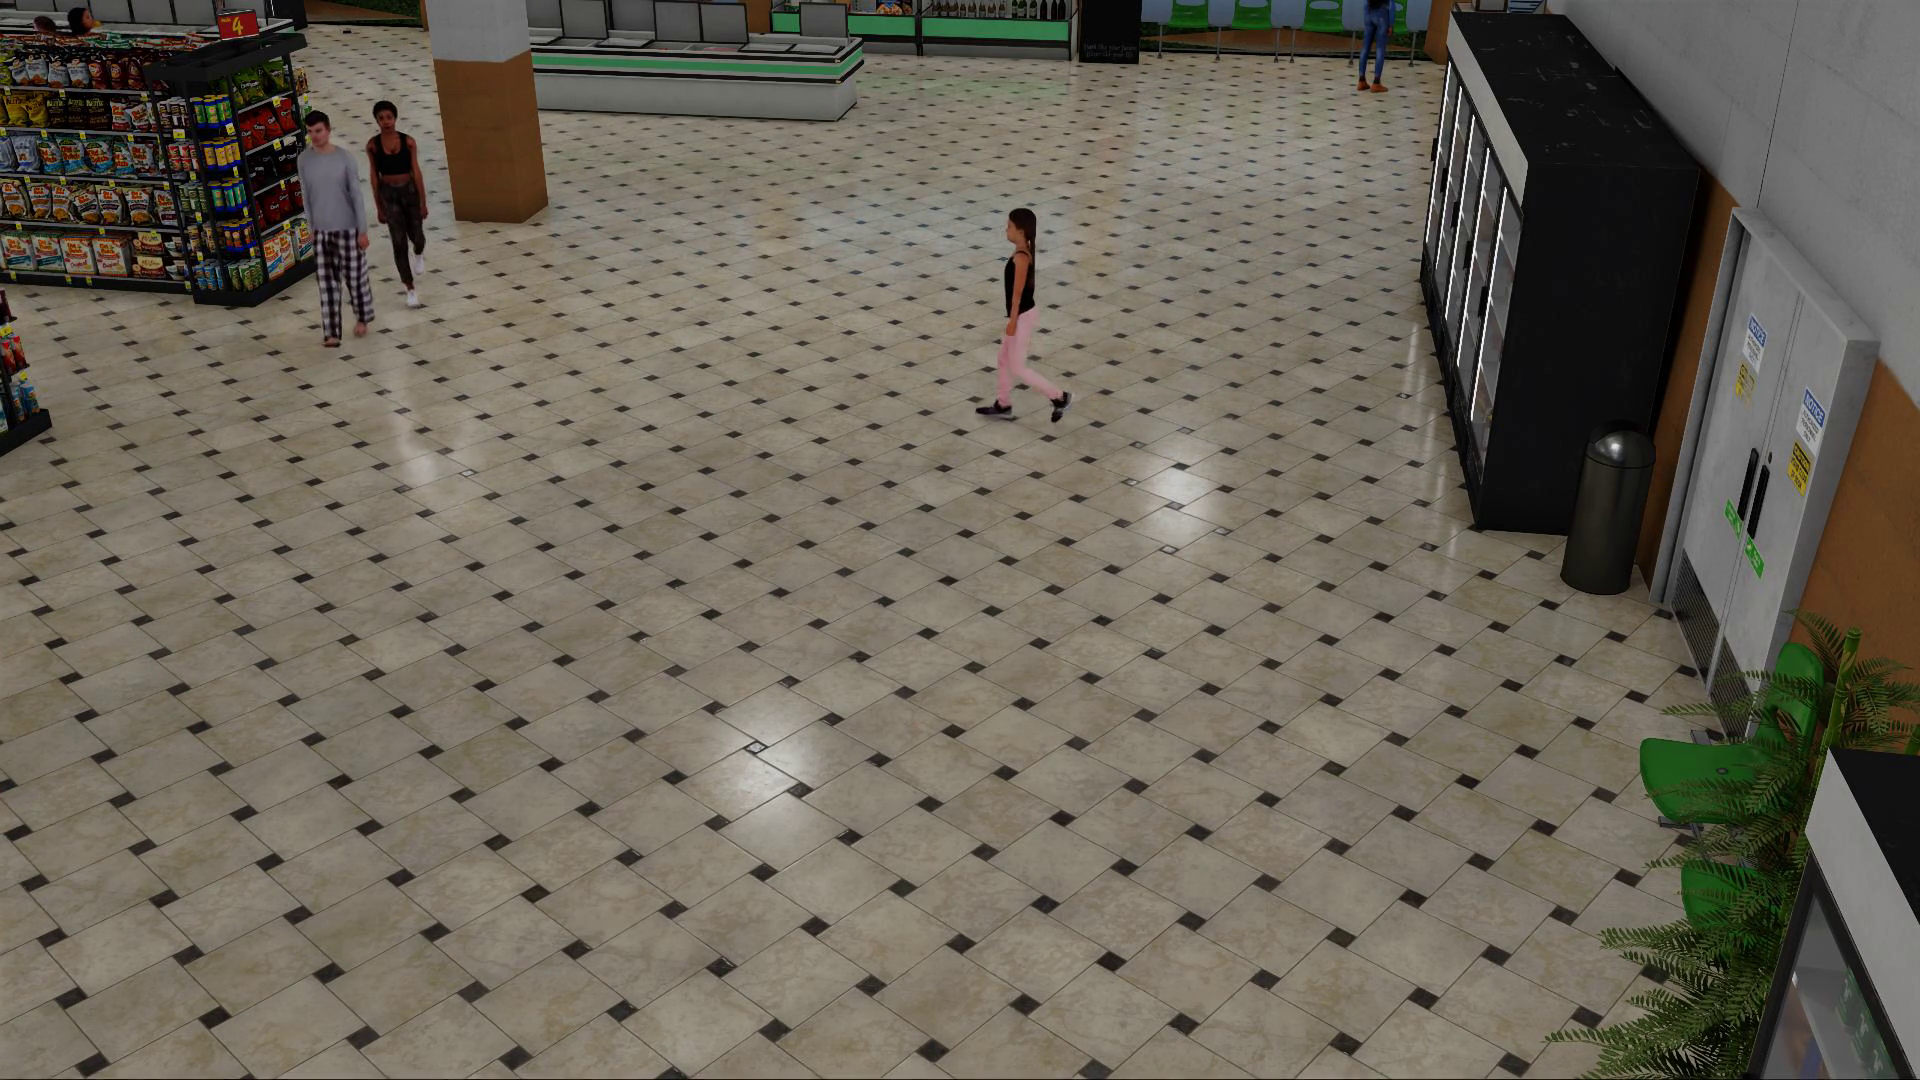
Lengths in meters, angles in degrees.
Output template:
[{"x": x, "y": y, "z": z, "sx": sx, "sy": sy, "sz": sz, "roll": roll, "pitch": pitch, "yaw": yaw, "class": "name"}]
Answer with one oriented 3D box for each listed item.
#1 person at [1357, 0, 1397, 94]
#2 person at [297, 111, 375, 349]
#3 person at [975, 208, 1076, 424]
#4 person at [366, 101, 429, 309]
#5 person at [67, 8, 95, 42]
[{"x": 5.404, "y": -6.696, "z": 21.549, "sx": 0.749, "sy": 1.711, "sz": 0.668, "roll": -22, "pitch": 34, "yaw": -36, "class": "person"}, {"x": -4.871, "y": -2.462, "z": 13.086, "sx": 1.099, "sy": 1.814, "sz": 0.909, "roll": -2, "pitch": 27, "yaw": -4, "class": "person"}, {"x": 0.482, "y": -1.519, "z": 11.528, "sx": 0.925, "sy": 1.541, "sz": 0.503, "roll": 5, "pitch": 27, "yaw": 9, "class": "person"}, {"x": -4.719, "y": -2.867, "z": 14.038, "sx": 1.109, "sy": 1.675, "sz": 0.983, "roll": -8, "pitch": 28, "yaw": -16, "class": "person"}, {"x": -9.067, "y": -4.687, "z": 17.513, "sx": 0.602, "sy": 1.779, "sz": 0.633, "roll": -2, "pitch": 27, "yaw": -4, "class": "person"}]
